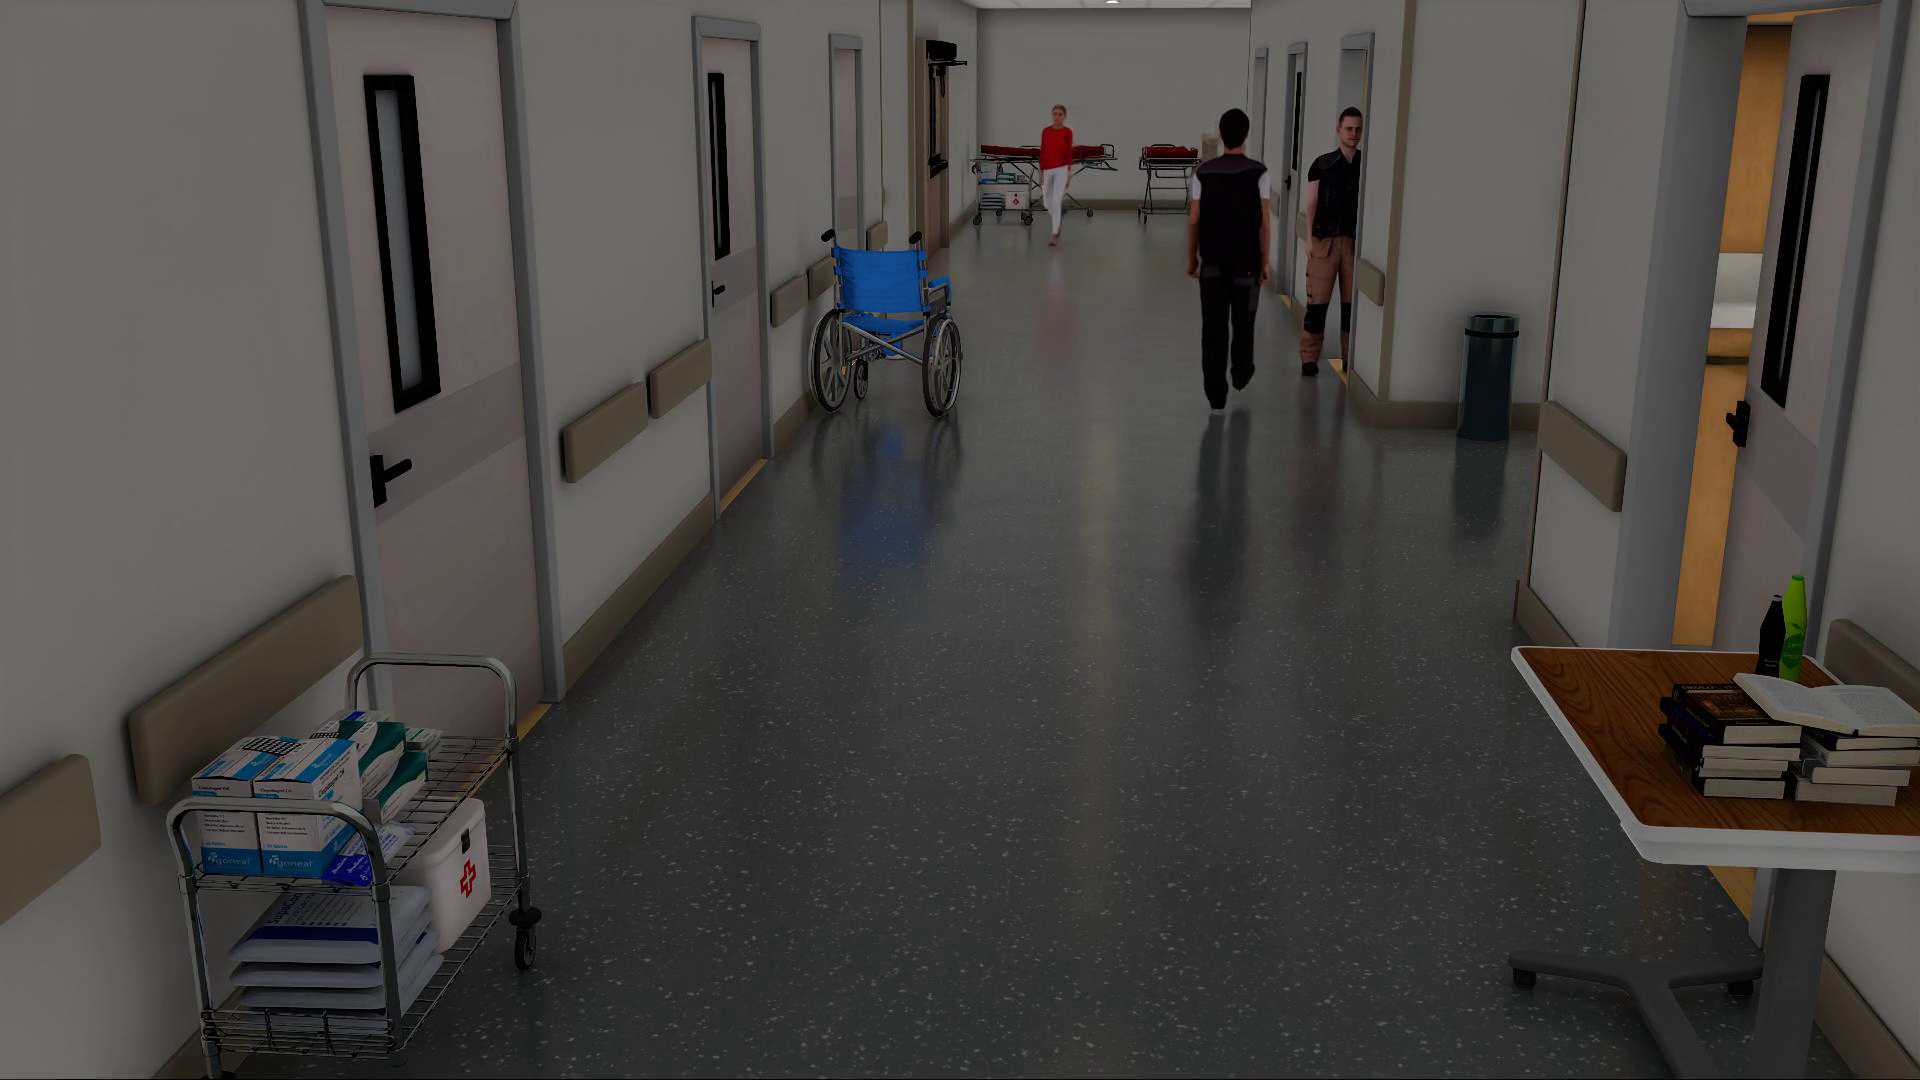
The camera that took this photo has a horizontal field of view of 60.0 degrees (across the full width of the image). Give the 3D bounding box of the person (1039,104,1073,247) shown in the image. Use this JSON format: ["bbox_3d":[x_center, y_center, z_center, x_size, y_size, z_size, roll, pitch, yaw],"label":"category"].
[{"bbox_3d":[1.170,-4.428,20.251,0.698,1.671,1.020,5,16,17],"label":"person"}]

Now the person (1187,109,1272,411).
[{"bbox_3d":[1.660,-1.698,10.302,0.807,1.814,1.156,4,16,14],"label":"person"}]

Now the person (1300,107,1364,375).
[{"bbox_3d":[2.660,-2.087,11.637,0.674,1.840,0.585,0,16,2],"label":"person"}]
